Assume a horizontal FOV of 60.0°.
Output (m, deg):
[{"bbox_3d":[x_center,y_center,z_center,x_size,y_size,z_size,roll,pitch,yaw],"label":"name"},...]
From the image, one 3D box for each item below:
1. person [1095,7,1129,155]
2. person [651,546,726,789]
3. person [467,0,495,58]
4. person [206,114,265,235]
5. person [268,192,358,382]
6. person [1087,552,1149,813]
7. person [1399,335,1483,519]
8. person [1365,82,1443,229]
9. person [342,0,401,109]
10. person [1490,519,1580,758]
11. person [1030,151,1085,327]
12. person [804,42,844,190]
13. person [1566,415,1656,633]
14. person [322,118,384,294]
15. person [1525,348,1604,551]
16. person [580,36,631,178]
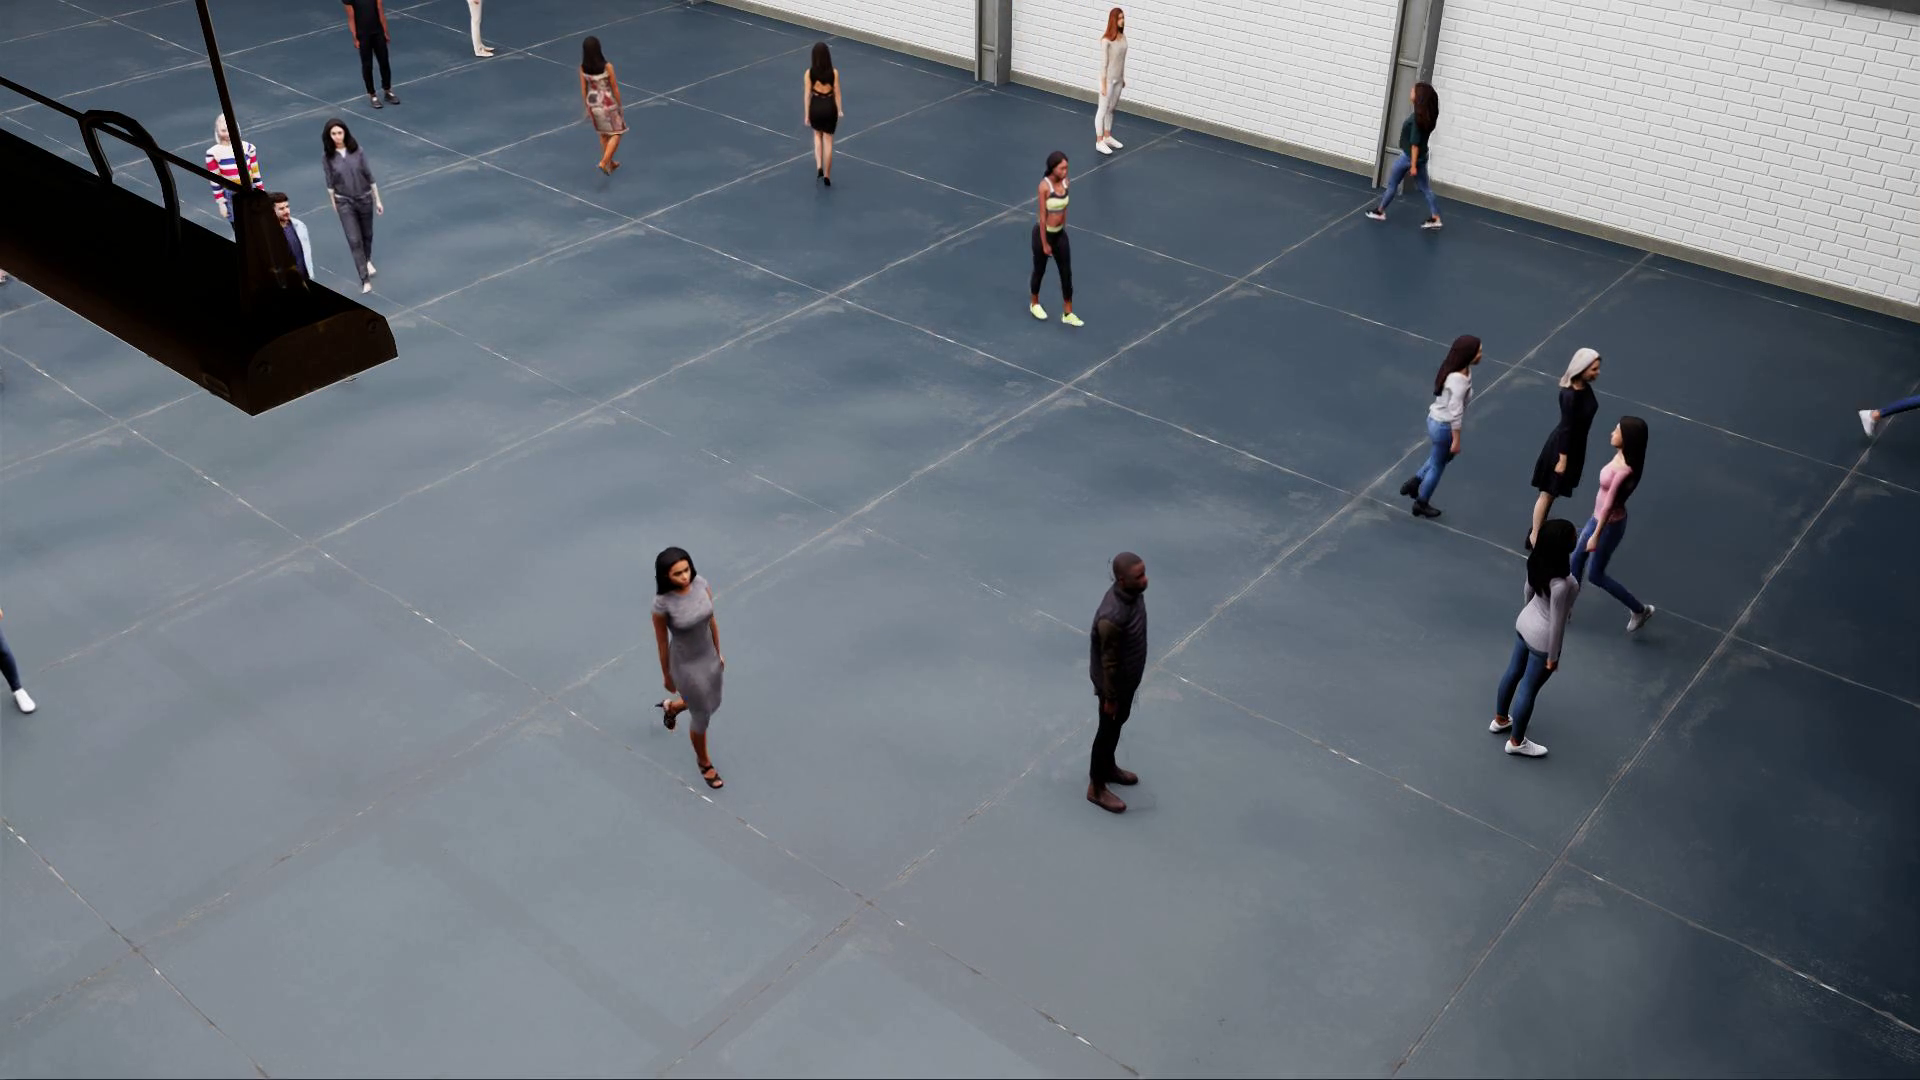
[{"bbox_3d":[1.805,-5.521,19.931,0.535,1.712,0.585,25,41,33],"label":"person"},{"bbox_3d":[-1.736,0.763,10.435,0.873,1.758,0.581,26,42,34],"label":"person"},{"bbox_3d":[-6.753,-7.613,23.066,0.734,1.724,0.662,-5,34,-7],"label":"person"},{"bbox_3d":[-7.181,-3.385,16.629,0.682,1.809,0.563,-26,42,-34],"label":"person"},{"bbox_3d":[-6.061,-2.261,14.975,1.189,1.768,0.731,21,39,29],"label":"person"},{"bbox_3d":[0.972,0.844,10.242,0.688,1.836,0.766,12,36,18],"label":"person"},{"bbox_3d":[3.712,-0.887,13.047,0.831,1.613,0.788,4,34,6],"label":"person"},{"bbox_3d":[4.969,-4.086,17.898,1.110,1.573,0.608,23,40,30],"label":"person"},{"bbox_3d":[-7.564,-6.462,21.254,0.702,1.815,0.613,-25,41,-32],"label":"person"},{"bbox_3d":[3.696,0.614,10.679,0.742,1.736,0.676,-4,34,-5],"label":"person"},{"bbox_3d":[0.801,-2.928,16.016,0.726,1.726,0.975,-20,38,-27],"label":"person"},{"bbox_3d":[-1.561,-4.796,18.911,0.733,1.633,0.791,2,34,2],"label":"person"},{"bbox_3d":[4.622,-0.072,11.721,1.082,1.726,0.845,9,35,13],"label":"person"},{"bbox_3d":[-6.102,-3.412,16.751,0.931,1.720,1.232,-16,37,-22],"label":"person"},{"bbox_3d":[4.580,-0.663,12.590,0.605,1.747,0.630,19,38,26],"label":"person"},{"bbox_3d":[-4.129,-4.961,19.162,0.951,1.630,0.942,9,35,14],"label":"person"}]
